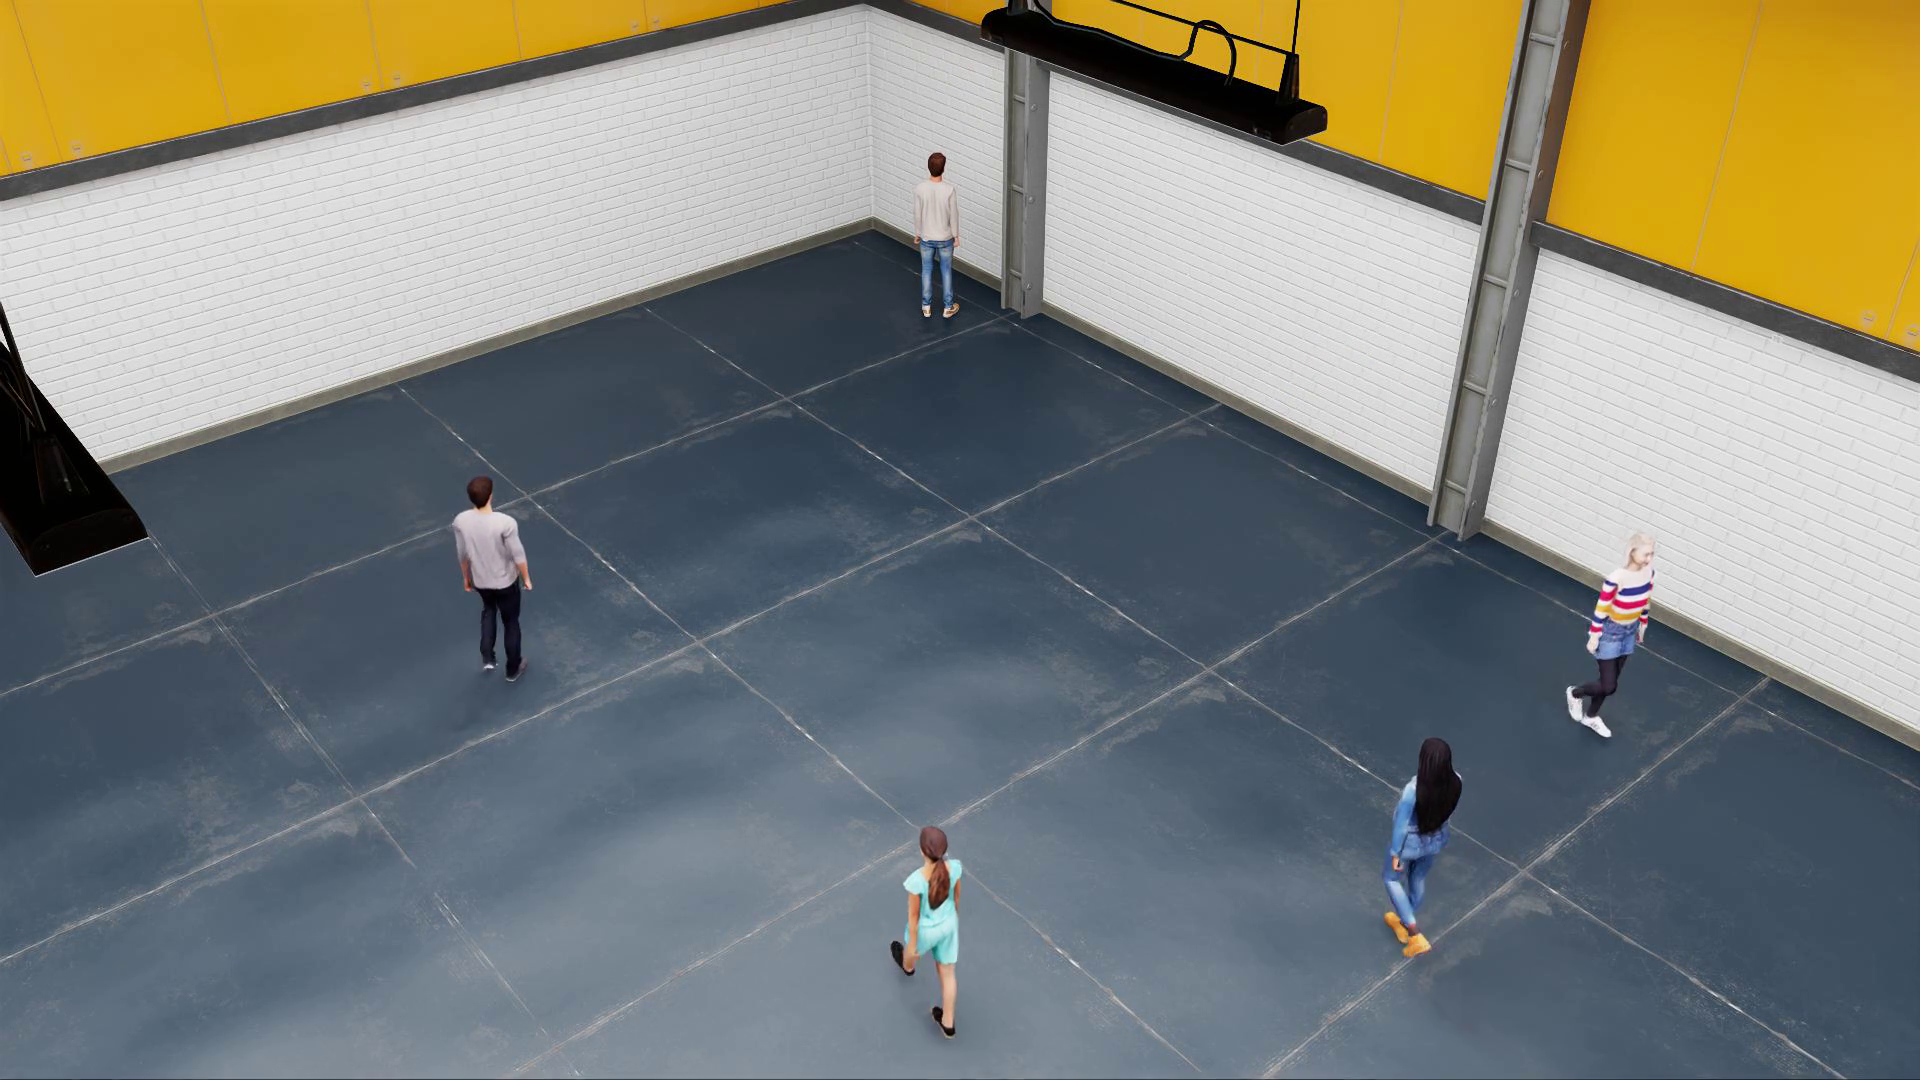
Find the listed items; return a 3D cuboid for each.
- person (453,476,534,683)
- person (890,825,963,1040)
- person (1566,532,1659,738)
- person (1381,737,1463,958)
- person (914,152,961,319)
[{"bbox_3d":[-3.675,0.353,13.015,0.802,1.832,0.873,6,34,9],"label":"person"},{"bbox_3d":[-0.129,2.420,10.185,0.738,1.522,1.061,-14,36,-20],"label":"person"},{"bbox_3d":[4.892,0.673,12.560,0.745,1.802,0.774,-15,36,-21],"label":"person"},{"bbox_3d":[2.983,2.019,10.629,0.776,1.698,0.903,-10,35,-15],"label":"person"},{"bbox_3d":[-0.262,-3.402,18.600,0.735,1.903,0.819,6,34,8],"label":"person"}]
